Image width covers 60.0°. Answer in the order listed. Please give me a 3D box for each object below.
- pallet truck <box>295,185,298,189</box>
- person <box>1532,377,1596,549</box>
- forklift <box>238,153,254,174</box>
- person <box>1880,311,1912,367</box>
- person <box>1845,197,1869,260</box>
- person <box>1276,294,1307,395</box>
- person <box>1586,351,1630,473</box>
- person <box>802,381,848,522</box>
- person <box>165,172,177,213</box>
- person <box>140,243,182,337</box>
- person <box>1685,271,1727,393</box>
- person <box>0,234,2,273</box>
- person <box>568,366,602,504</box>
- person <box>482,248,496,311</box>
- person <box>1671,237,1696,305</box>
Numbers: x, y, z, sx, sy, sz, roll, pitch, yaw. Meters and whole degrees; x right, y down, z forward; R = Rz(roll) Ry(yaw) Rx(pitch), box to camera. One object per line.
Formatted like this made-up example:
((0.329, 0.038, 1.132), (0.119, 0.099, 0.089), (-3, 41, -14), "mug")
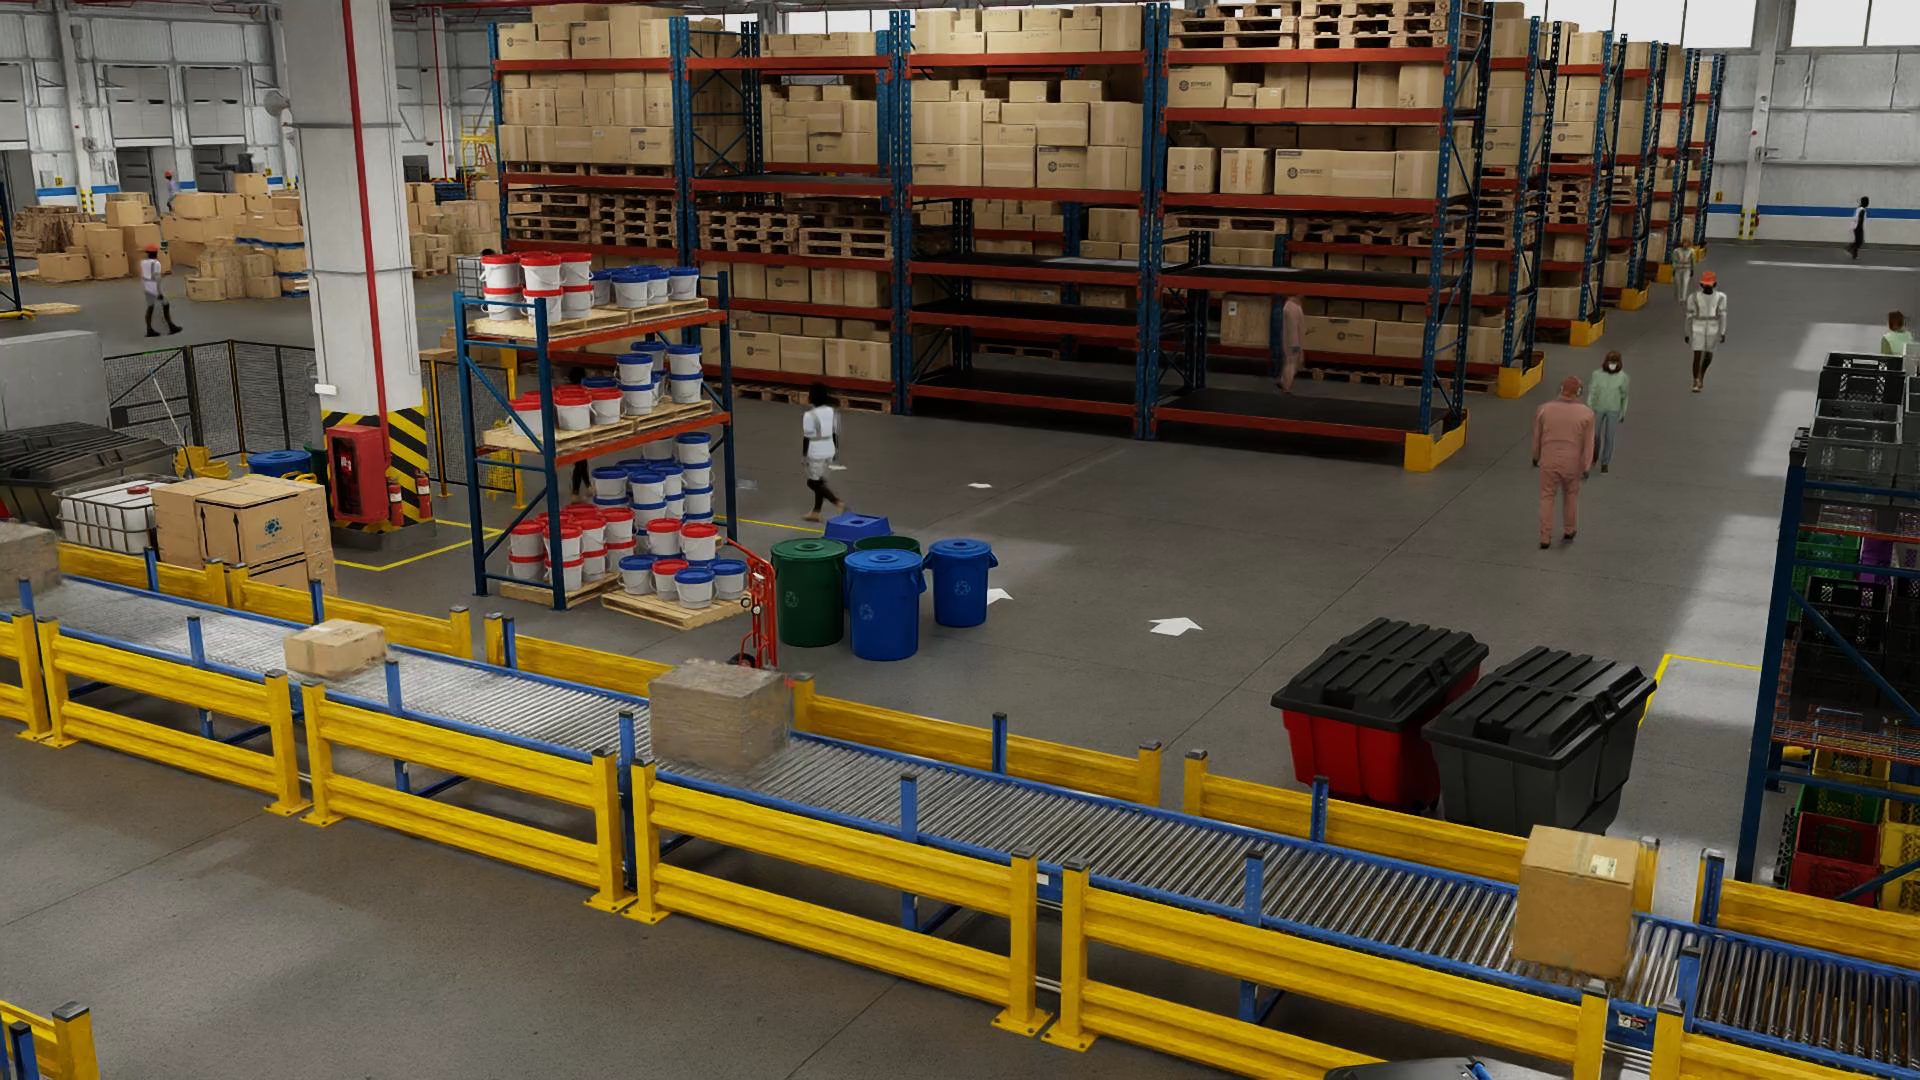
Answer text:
((-26.804, -14.617, 69.738), (1.885, 1.965, 0.823), (-14, 20, -42), "pallet truck")
((6.639, -0.878, 18.329), (0.665, 1.863, 0.929), (7, 17, 26), "person")
((-26.170, -12.804, 61.235), (1.873, 2.768, 1.129), (-3, 15, -10), "forklift")
((13.505, -2.401, 24.140), (0.568, 1.822, 0.452), (-5, 16, -20), "person")
((27.386, -9.493, 50.649), (0.446, 1.907, 0.590), (5, 16, 18), "person")
((5.480, -3.255, 27.247), (0.420, 1.893, 0.646), (4, 15, 14), "person")
((8.503, -1.692, 21.867), (0.518, 1.617, 0.371), (7, 16, 23), "person")
((-1.563, -0.991, 19.116), (0.647, 1.677, 0.541), (9, 17, 31), "person")
((-32.005, -13.936, 67.330), (0.680, 1.915, 0.580), (-11, 18, -36), "person")
((-16.610, -5.190, 34.482), (0.572, 1.896, 0.916), (6, 16, 22), "person")
((12.530, -3.518, 27.973), (0.627, 2.017, 0.842), (4, 15, 15), "person")
((-27.314, -8.454, 46.884), (0.525, 1.839, 0.338), (-5, 16, -18), "person")
((-4.569, -1.298, 20.279), (0.553, 1.662, 0.743), (9, 17, 29), "person")
((-9.198, -4.746, 32.692), (0.367, 1.966, 0.607), (-1, 15, -3), "person")
((17.316, -6.462, 39.845), (0.529, 1.597, 0.769), (6, 16, 21), "person")
